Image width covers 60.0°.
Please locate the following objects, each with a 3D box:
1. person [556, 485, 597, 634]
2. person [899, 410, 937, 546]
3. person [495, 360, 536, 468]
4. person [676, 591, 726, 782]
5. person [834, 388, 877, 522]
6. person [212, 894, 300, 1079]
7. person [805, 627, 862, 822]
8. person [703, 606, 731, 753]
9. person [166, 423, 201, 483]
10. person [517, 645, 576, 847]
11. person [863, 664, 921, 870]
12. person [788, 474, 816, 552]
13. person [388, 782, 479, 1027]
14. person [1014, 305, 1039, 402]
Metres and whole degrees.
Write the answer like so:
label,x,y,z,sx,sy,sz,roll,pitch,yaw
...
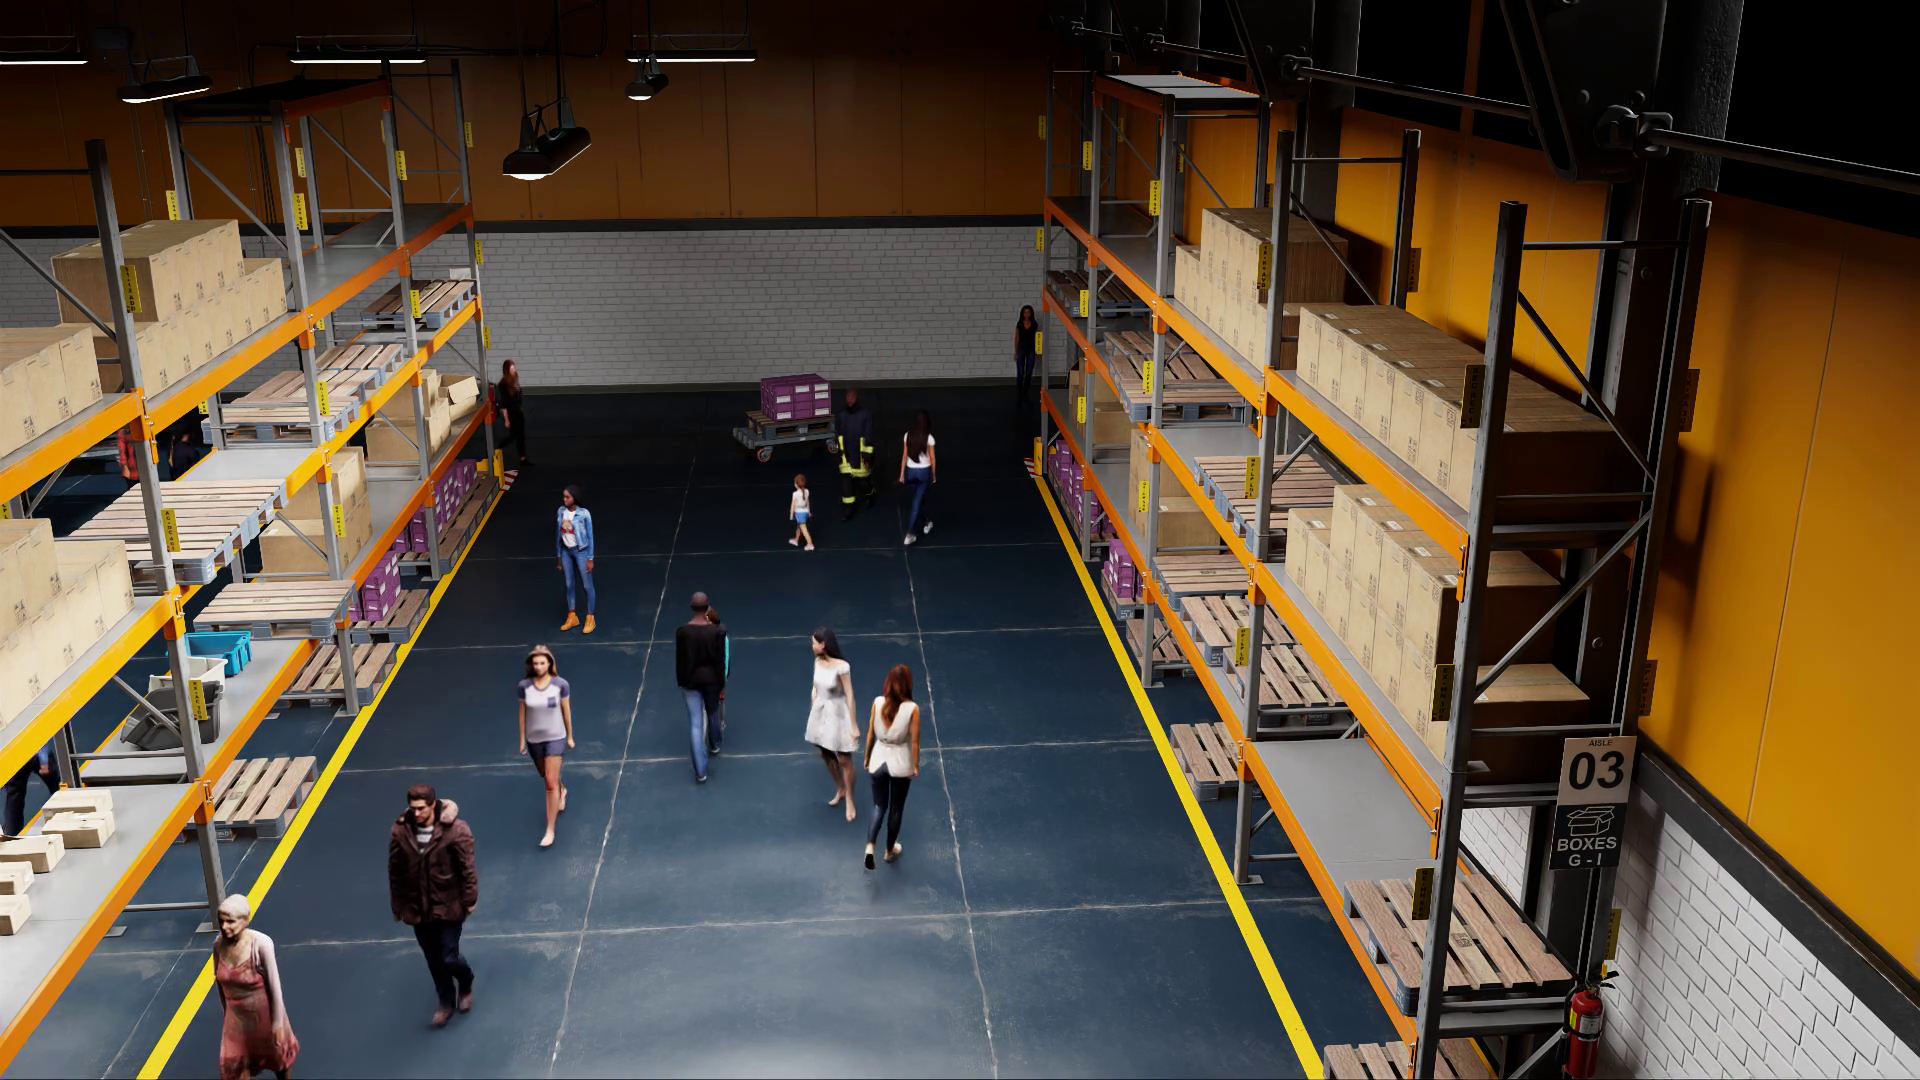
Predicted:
label,x,y,z,sx,sy,sz,roll,pitch,yaw
person,-4.302,0.193,18.681,0.674,1.712,0.658,7,20,19
person,-0.583,-0.770,21.510,0.937,1.731,1.093,8,20,23
person,-6.771,-1.879,24.871,0.907,1.689,0.916,3,19,10
person,-2.372,1.367,15.200,0.630,1.708,1.046,-2,19,-7
person,-1.410,-1.200,22.678,0.945,1.802,1.192,4,19,13
person,-4.429,2.968,10.535,0.697,1.652,1.046,1,19,2
person,-1.095,1.580,14.485,0.833,1.761,0.903,11,22,30
person,-2.366,1.275,15.880,0.700,1.450,1.026,2,19,5
person,-9.932,-0.649,21.279,1.008,1.650,1.136,10,21,26
person,-3.530,1.687,14.269,0.719,1.696,1.117,1,19,4
person,-0.590,1.896,13.543,0.849,1.763,0.991,5,19,13
person,-2.014,-0.337,21.371,0.756,1.001,0.695,15,24,38
person,-3.641,2.496,11.651,0.816,1.835,0.783,2,19,6
person,1.147,-3.229,28.845,0.563,1.711,0.641,-2,19,-5
